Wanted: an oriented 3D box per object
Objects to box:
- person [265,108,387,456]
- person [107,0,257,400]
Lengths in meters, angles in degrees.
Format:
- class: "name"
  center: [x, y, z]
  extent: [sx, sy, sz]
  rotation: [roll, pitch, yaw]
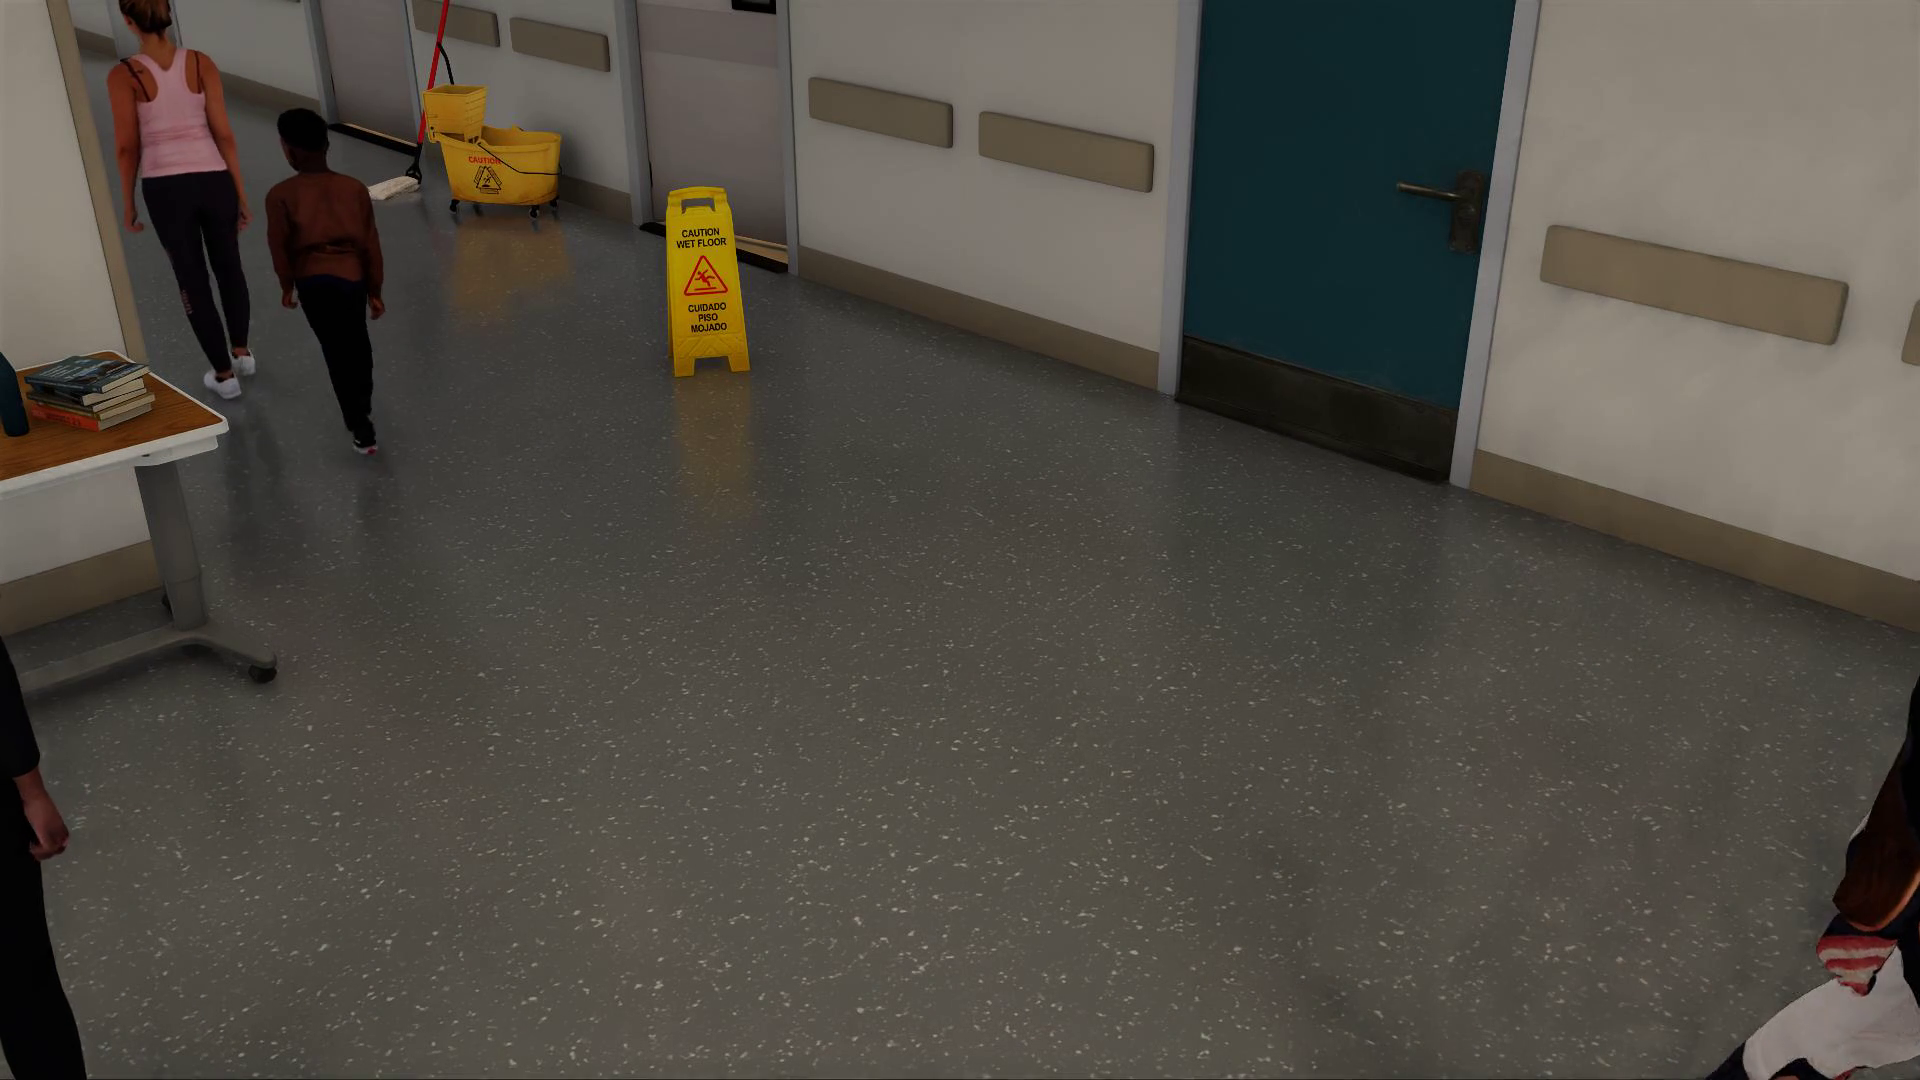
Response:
- class: "person"
  center: [-2.262, -0.897, 6.005]
  extent: [0.631, 1.227, 0.915]
  rotation: [-15, 29, -28]
- class: "person"
  center: [-2.951, -1.326, 6.416]
  extent: [0.636, 1.642, 0.719]
  rotation: [-18, 31, -33]
